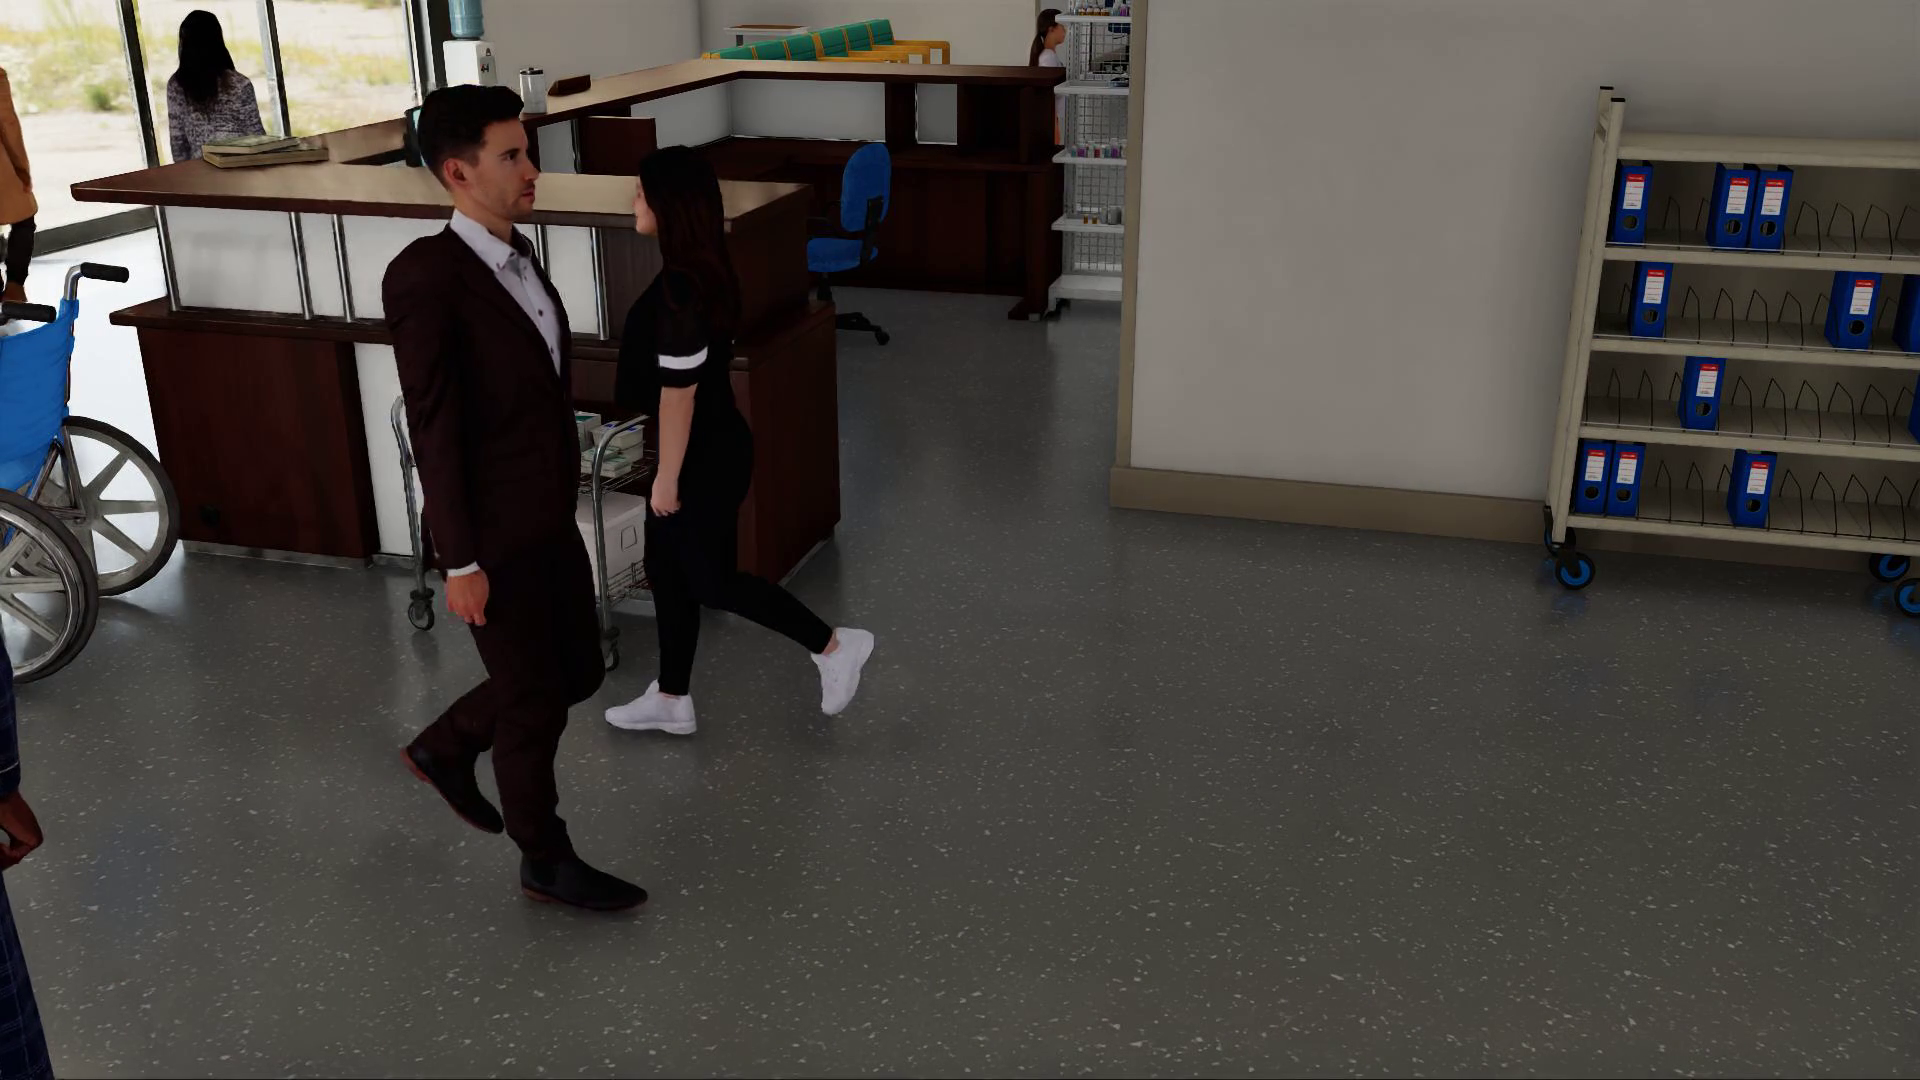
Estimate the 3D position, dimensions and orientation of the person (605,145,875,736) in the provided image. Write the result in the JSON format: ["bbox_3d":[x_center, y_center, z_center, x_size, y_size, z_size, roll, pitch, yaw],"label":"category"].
[{"bbox_3d":[-0.619,-0.200,4.399,1.059,1.619,0.781,0,21,0],"label":"person"}]

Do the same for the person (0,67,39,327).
[{"bbox_3d":[-5.295,-1.994,8.946,0.749,1.711,0.844,-3,21,-9],"label":"person"}]

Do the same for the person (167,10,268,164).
[{"bbox_3d":[-3.696,-1.762,8.364,0.567,1.731,0.738,-1,21,-2],"label":"person"}]

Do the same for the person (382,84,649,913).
[{"bbox_3d":[-1.061,-0.045,3.658,0.880,1.855,0.666,6,21,14],"label":"person"}]

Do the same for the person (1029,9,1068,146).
[{"bbox_3d":[0.591,-2.916,11.666,0.616,1.550,0.598,-3,21,-7],"label":"person"}]
